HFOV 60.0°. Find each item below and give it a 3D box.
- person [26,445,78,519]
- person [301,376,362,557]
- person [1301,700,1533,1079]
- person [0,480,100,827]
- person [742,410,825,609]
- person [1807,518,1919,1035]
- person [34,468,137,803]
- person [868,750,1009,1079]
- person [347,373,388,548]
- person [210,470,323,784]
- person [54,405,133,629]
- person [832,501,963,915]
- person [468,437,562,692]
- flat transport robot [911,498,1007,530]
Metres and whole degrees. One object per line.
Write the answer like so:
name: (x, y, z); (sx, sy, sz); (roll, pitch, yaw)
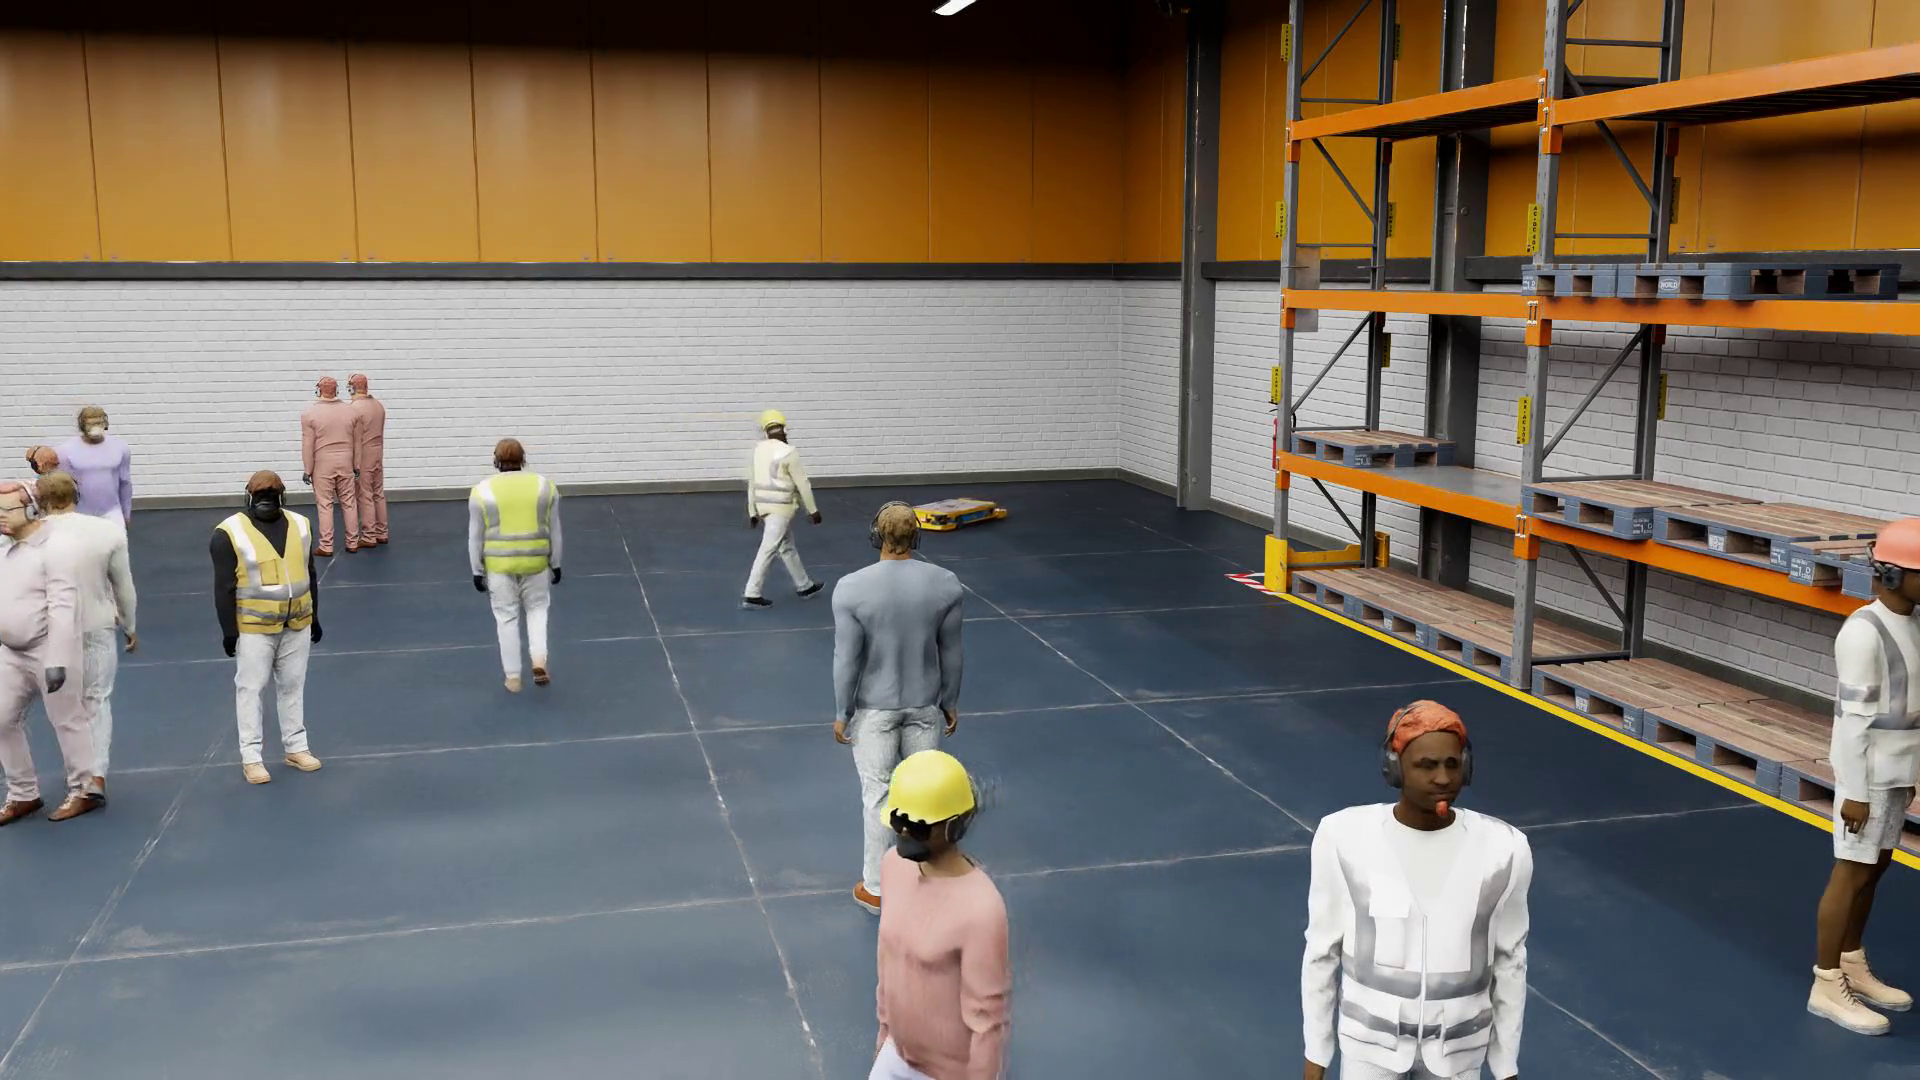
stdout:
person: (-7.179, 0.068, 13.145); (0.309, 1.641, 0.514); (4, 10, 22)
person: (-6.653, -0.778, 17.594); (0.407, 1.908, 0.641); (9, 13, 44)
person: (1.193, 1.347, 4.400); (0.581, 1.884, 0.351); (1, 9, 8)
person: (-5.016, 0.620, 8.944); (0.666, 1.883, 0.675); (4, 10, 22)
person: (-1.619, -0.278, 14.954); (0.956, 1.759, 0.608); (-7, 12, -39)
person: (3.673, 0.919, 6.588); (0.615, 2.038, 0.396); (-9, 13, -43)
person: (-5.038, 0.534, 9.464); (0.643, 1.896, 1.012); (-4, 10, -26)
person: (-0.078, 1.401, 4.429); (0.350, 1.753, 0.553); (-7, 11, -37)
person: (-6.512, -0.862, 18.129); (0.400, 1.903, 0.645); (2, 9, 10)
person: (-4.063, 0.499, 9.836); (0.429, 1.839, 0.633); (7, 12, 38)
person: (-7.387, -0.222, 14.206); (0.636, 1.891, 1.029); (-8, 12, -40)
person: (-0.293, 0.779, 7.771); (0.636, 1.938, 0.358); (-3, 10, -20)
person: (-3.160, 0.181, 11.831); (0.648, 1.832, 0.436); (-4, 10, -23)
flat transport robot: (-0.092, -0.315, 19.796); (0.652, 0.197, 1.431); (6, 11, 33)
